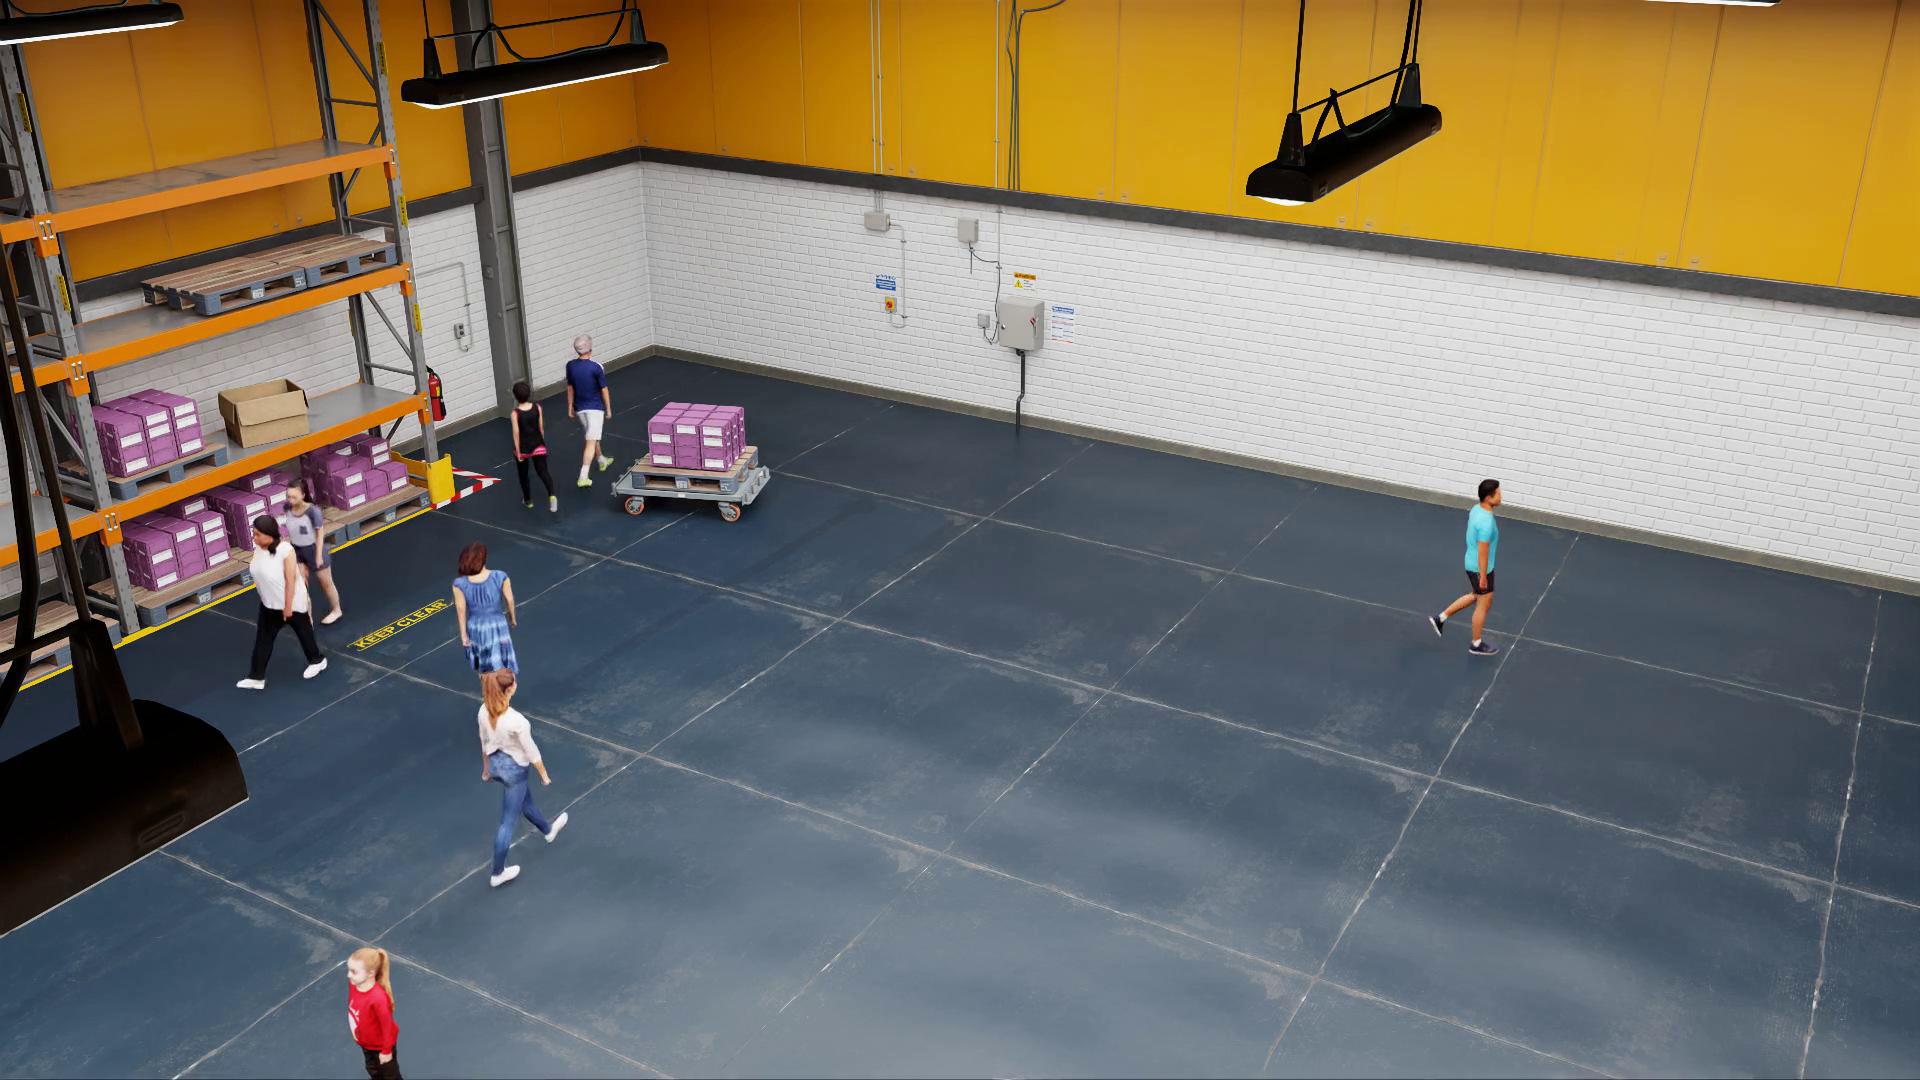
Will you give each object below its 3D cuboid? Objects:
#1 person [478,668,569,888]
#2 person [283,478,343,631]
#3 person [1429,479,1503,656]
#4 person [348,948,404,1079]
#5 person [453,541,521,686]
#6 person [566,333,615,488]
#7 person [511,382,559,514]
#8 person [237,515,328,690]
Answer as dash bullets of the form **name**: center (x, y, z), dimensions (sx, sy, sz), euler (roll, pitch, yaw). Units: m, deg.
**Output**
- **person**: center (-3.365, 1.773, 12.212), dimensions (0.697, 1.681, 1.087), euler (16, 28, 32)
- **person**: center (-6.254, 0.119, 16.094), dimensions (0.718, 1.603, 0.895), euler (10, 25, 21)
- **person**: center (4.784, 0.252, 15.594), dimensions (0.902, 1.760, 0.939), euler (3, 24, 7)
- **person**: center (-3.490, 2.981, 9.948), dimensions (0.517, 1.281, 0.519), euler (17, 29, 34)
- **person**: center (-3.986, 0.902, 14.095), dimensions (1.070, 1.769, 1.204), euler (-4, 24, -8)
- **person**: center (-4.383, -1.485, 19.523), dimensions (0.834, 1.796, 1.264), euler (7, 24, 15)
- **person**: center (-4.827, -1.031, 18.813), dimensions (0.974, 1.533, 0.873), euler (-15, 28, -31)
- **person**: center (-6.097, 0.528, 15.095), dimensions (0.651, 1.654, 1.040), euler (13, 27, 28)
